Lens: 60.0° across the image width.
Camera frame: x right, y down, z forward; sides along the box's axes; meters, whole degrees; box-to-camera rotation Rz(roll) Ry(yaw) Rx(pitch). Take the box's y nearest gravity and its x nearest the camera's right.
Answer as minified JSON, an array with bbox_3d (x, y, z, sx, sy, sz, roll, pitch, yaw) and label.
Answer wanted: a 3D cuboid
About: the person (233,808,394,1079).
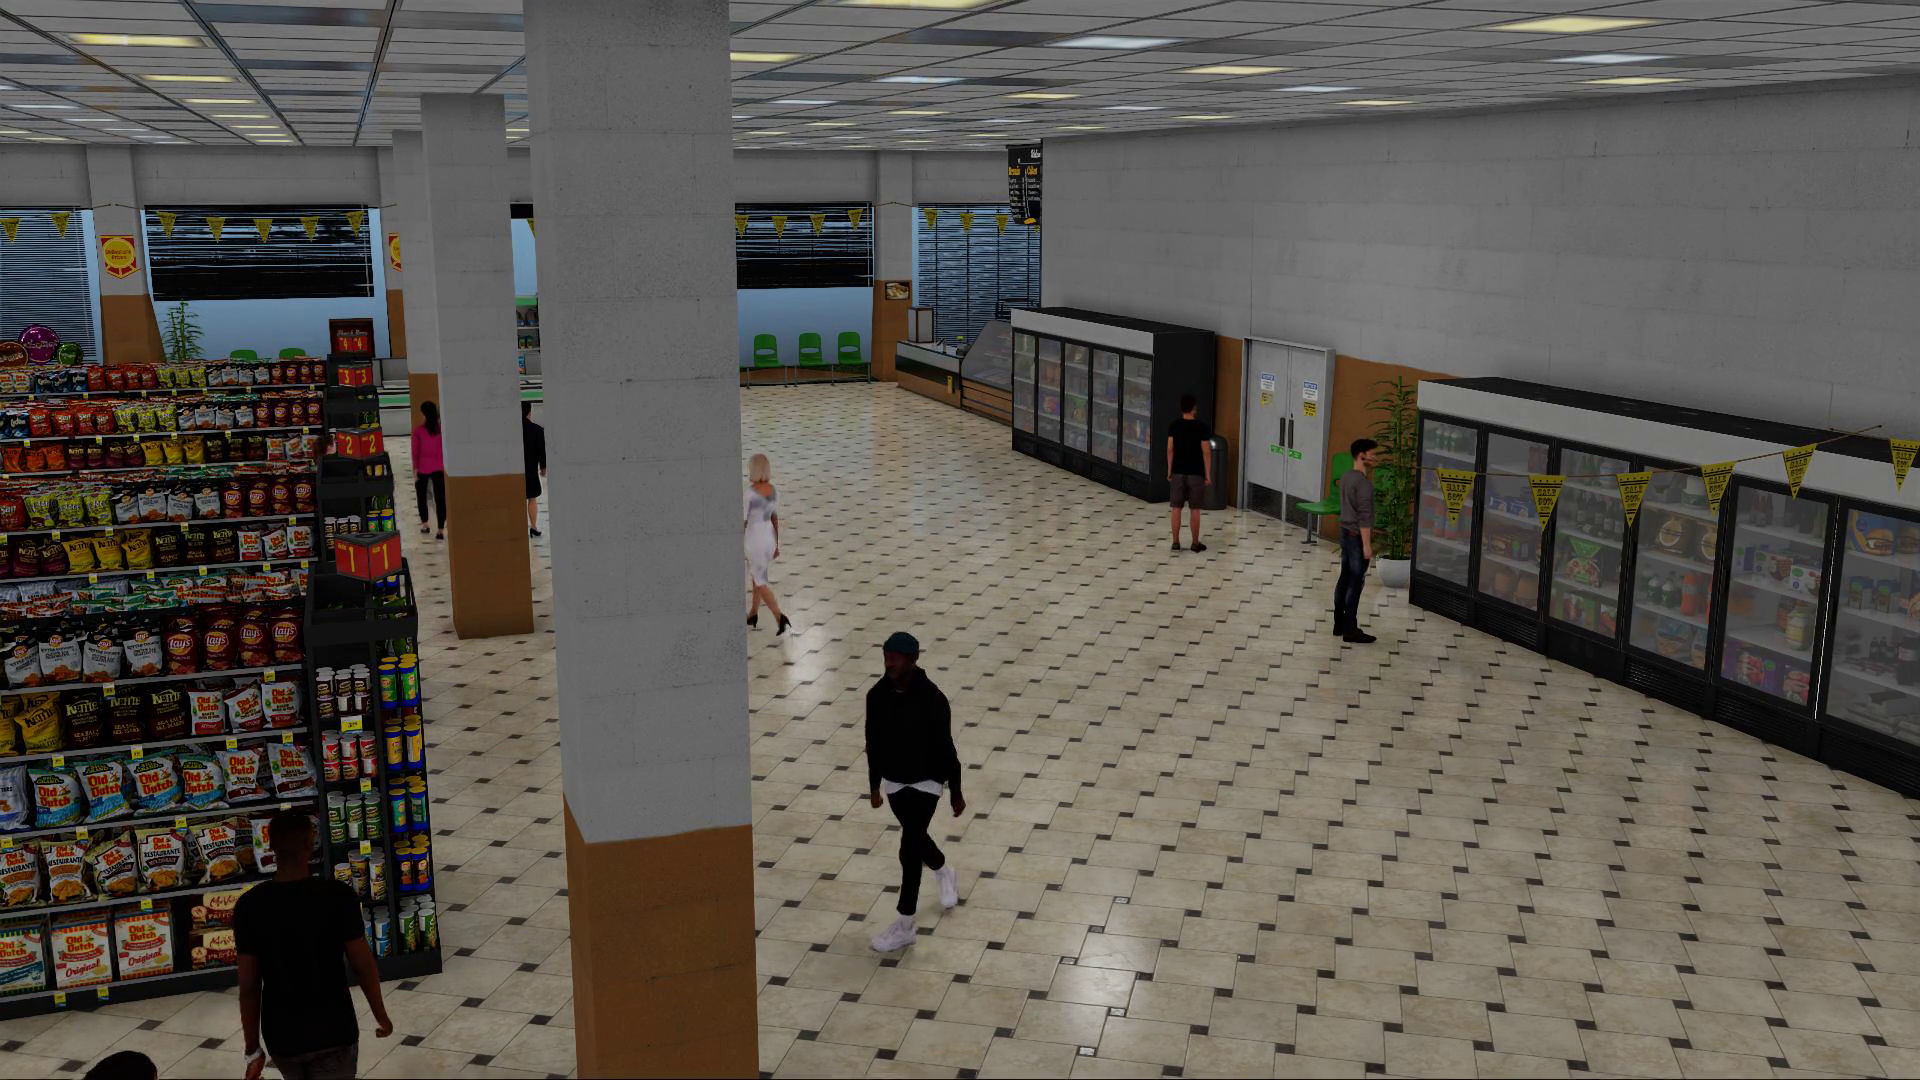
[{"bbox_3d":[-2.567,1.974,6.509,1.147,1.780,0.941,-1,12,-3],"label":"person"}]

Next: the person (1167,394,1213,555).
[{"bbox_3d":[2.648,-0.782,19.403,0.744,1.861,0.818,5,13,21],"label":"person"}]

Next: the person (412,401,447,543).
[{"bbox_3d":[-6.320,-0.804,19.936,0.791,1.683,0.691,-6,13,-25],"label":"person"}]

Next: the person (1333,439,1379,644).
[{"bbox_3d":[3.711,-0.008,15.624,0.640,1.903,0.738,-2,12,-8],"label":"person"}]

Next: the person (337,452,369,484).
[{"bbox_3d":[-5.940,-0.084,16.578,1.022,1.658,1.138,6,14,28],"label":"person"}]

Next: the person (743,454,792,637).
[{"bbox_3d":[-1.838,0.079,15.660,0.949,1.717,1.080,11,16,43],"label":"person"}]

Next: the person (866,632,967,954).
[{"bbox_3d":[-0.205,1.372,9.400,1.185,1.768,1.307,6,13,27],"label":"person"}]
